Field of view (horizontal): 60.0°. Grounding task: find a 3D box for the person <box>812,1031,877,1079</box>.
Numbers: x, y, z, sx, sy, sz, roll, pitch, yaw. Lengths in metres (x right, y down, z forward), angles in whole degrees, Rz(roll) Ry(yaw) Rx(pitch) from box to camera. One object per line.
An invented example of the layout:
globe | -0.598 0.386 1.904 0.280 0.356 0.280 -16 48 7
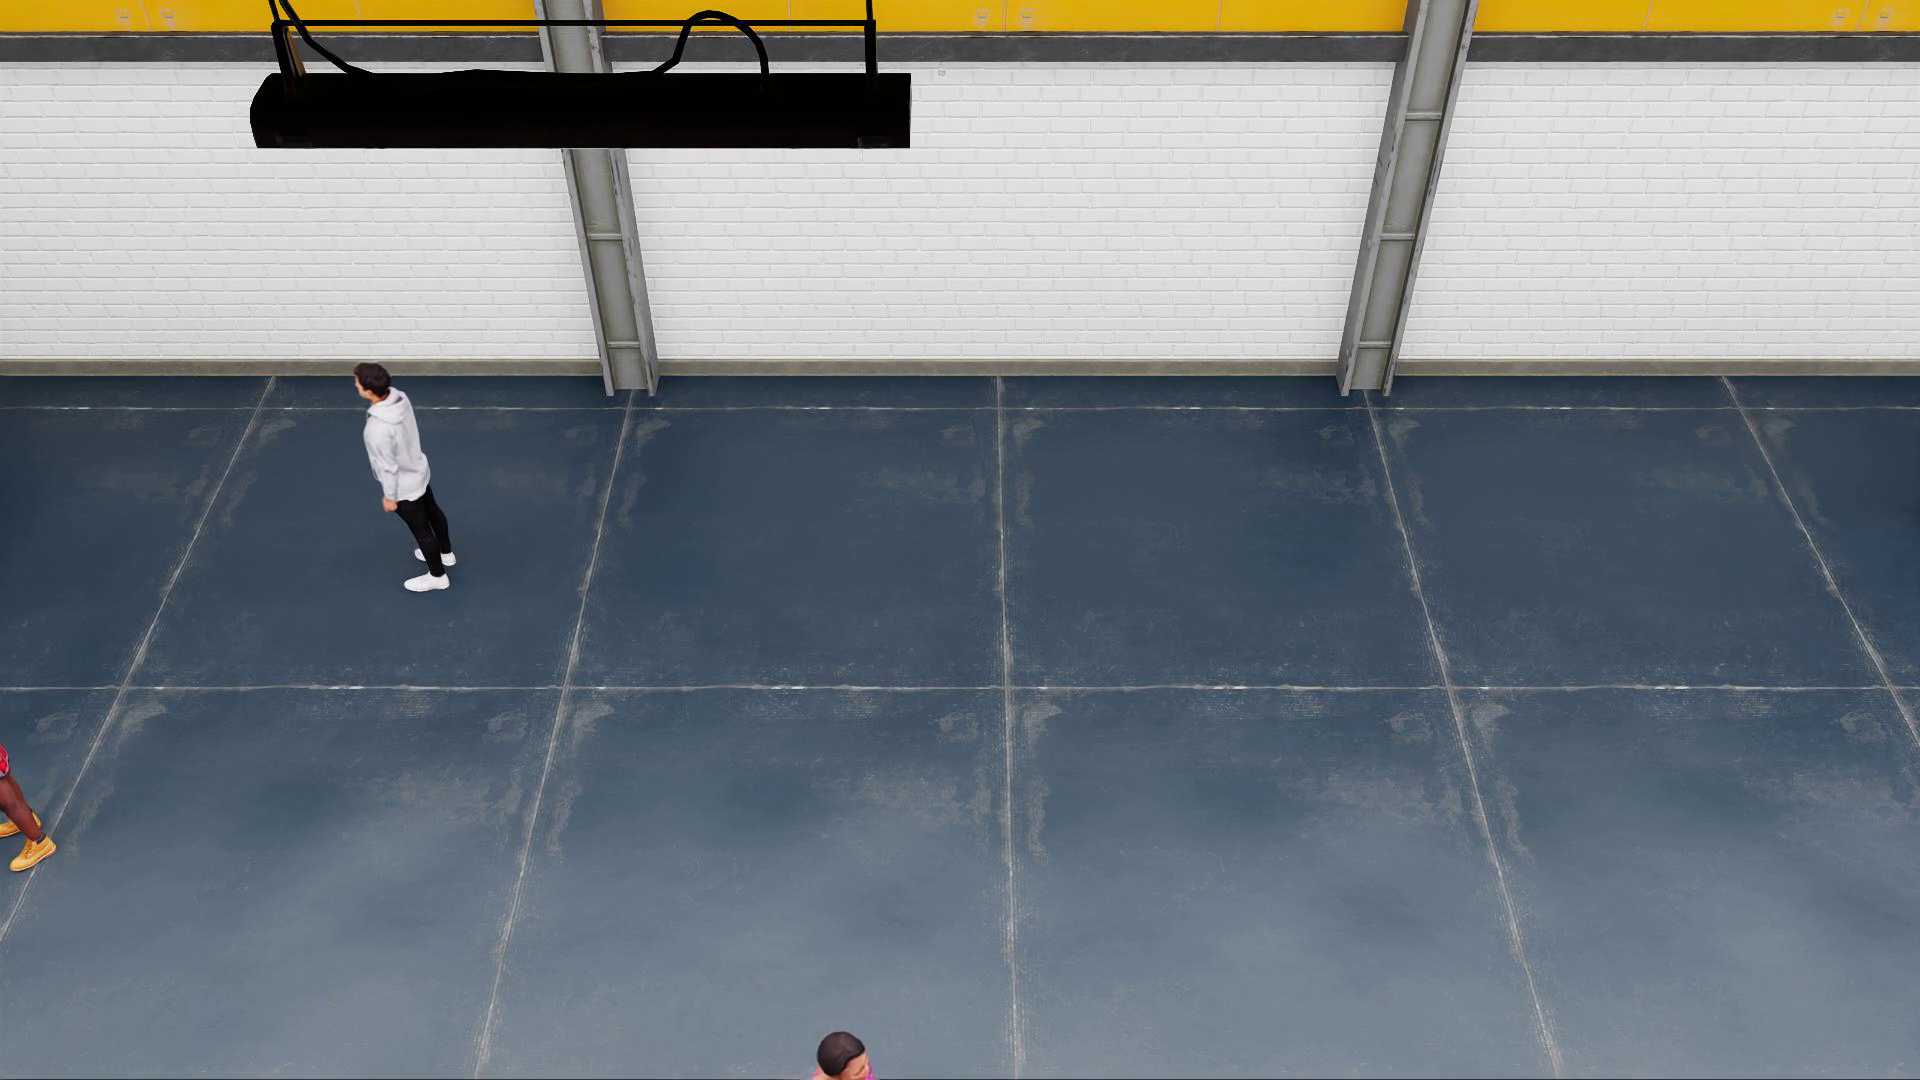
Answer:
person | -0.620 2.858 8.113 1.054 1.687 0.851 14 45 14

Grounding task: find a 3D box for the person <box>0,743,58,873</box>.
person | -5.776 1.264 9.756 0.765 1.729 0.721 -27 50 -25

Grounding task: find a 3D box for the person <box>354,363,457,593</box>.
person | -3.788 -0.445 11.405 0.578 1.929 0.671 1 44 1
